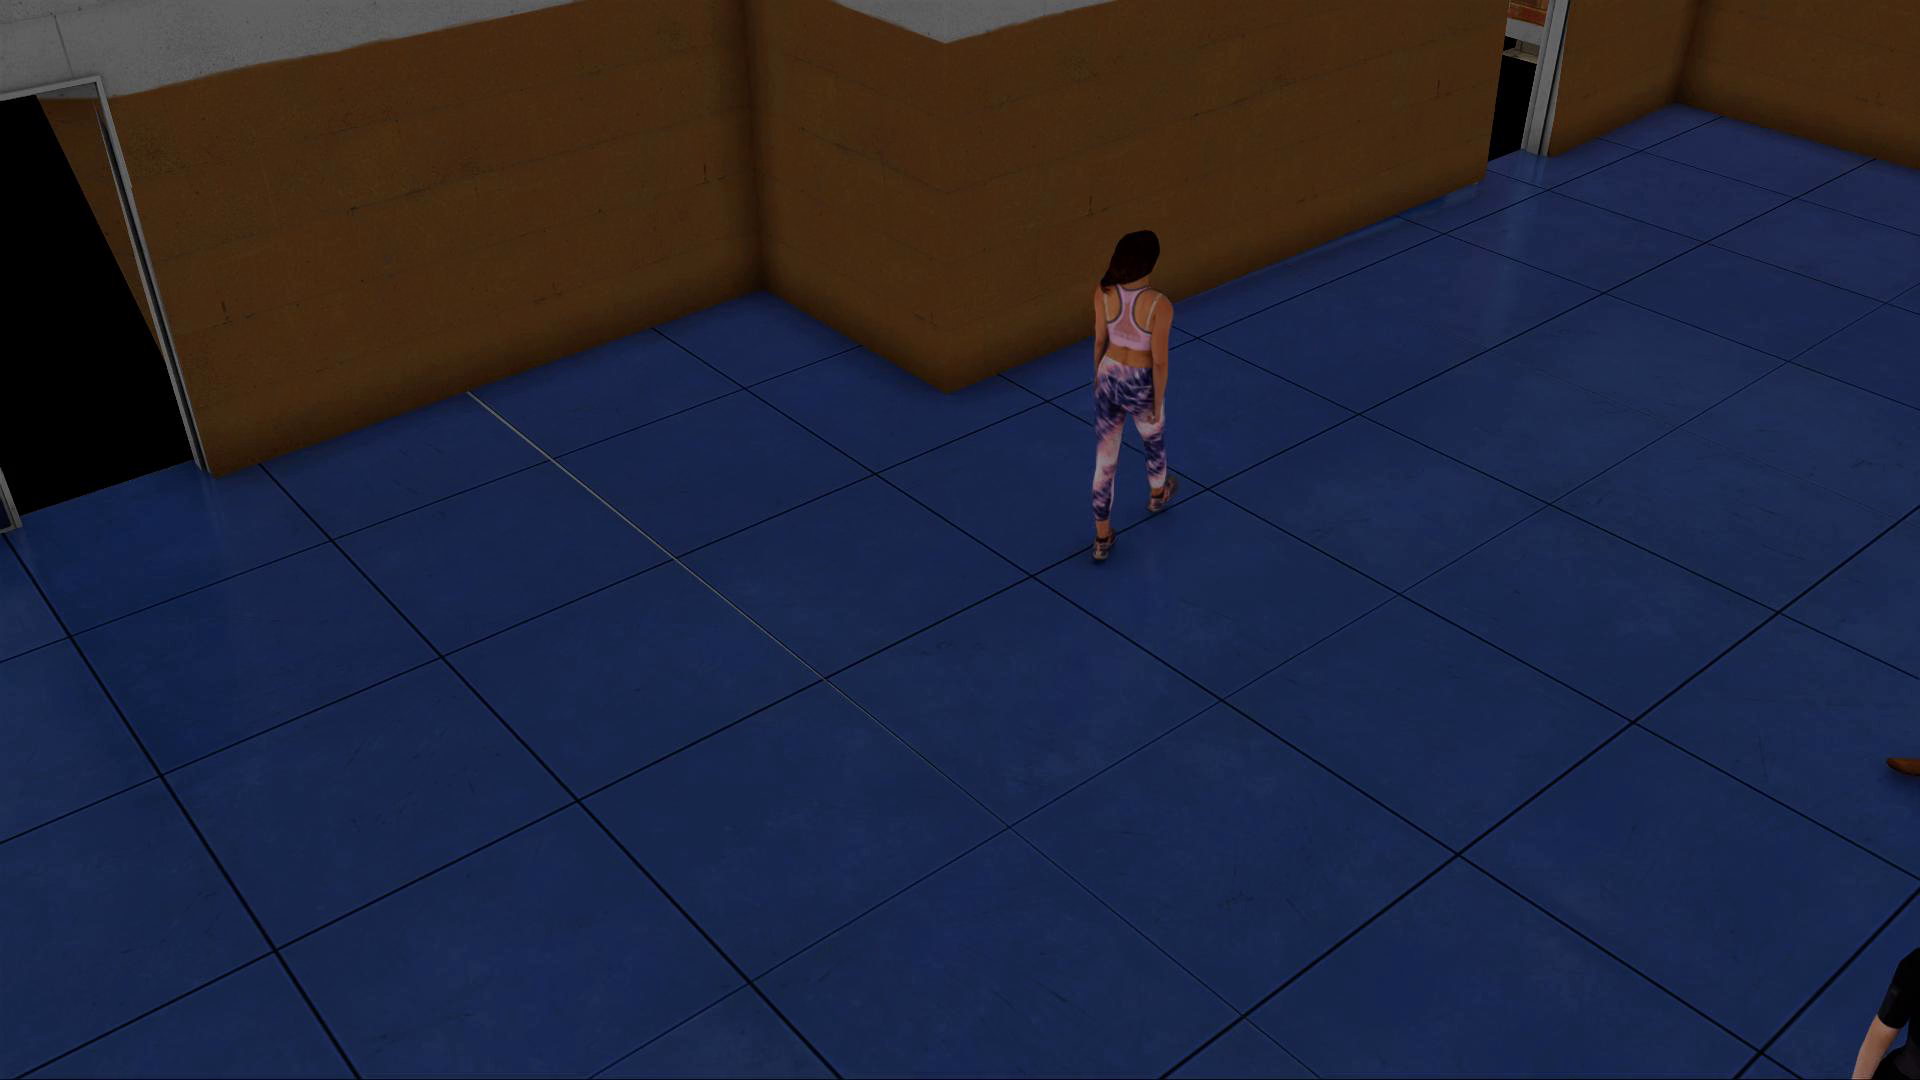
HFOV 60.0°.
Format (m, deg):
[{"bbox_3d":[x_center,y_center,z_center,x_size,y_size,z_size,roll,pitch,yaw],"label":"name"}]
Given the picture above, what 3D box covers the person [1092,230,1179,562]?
[{"bbox_3d":[0.816,-0.686,8.399,1.058,1.734,0.959,12,36,18],"label":"person"}]
